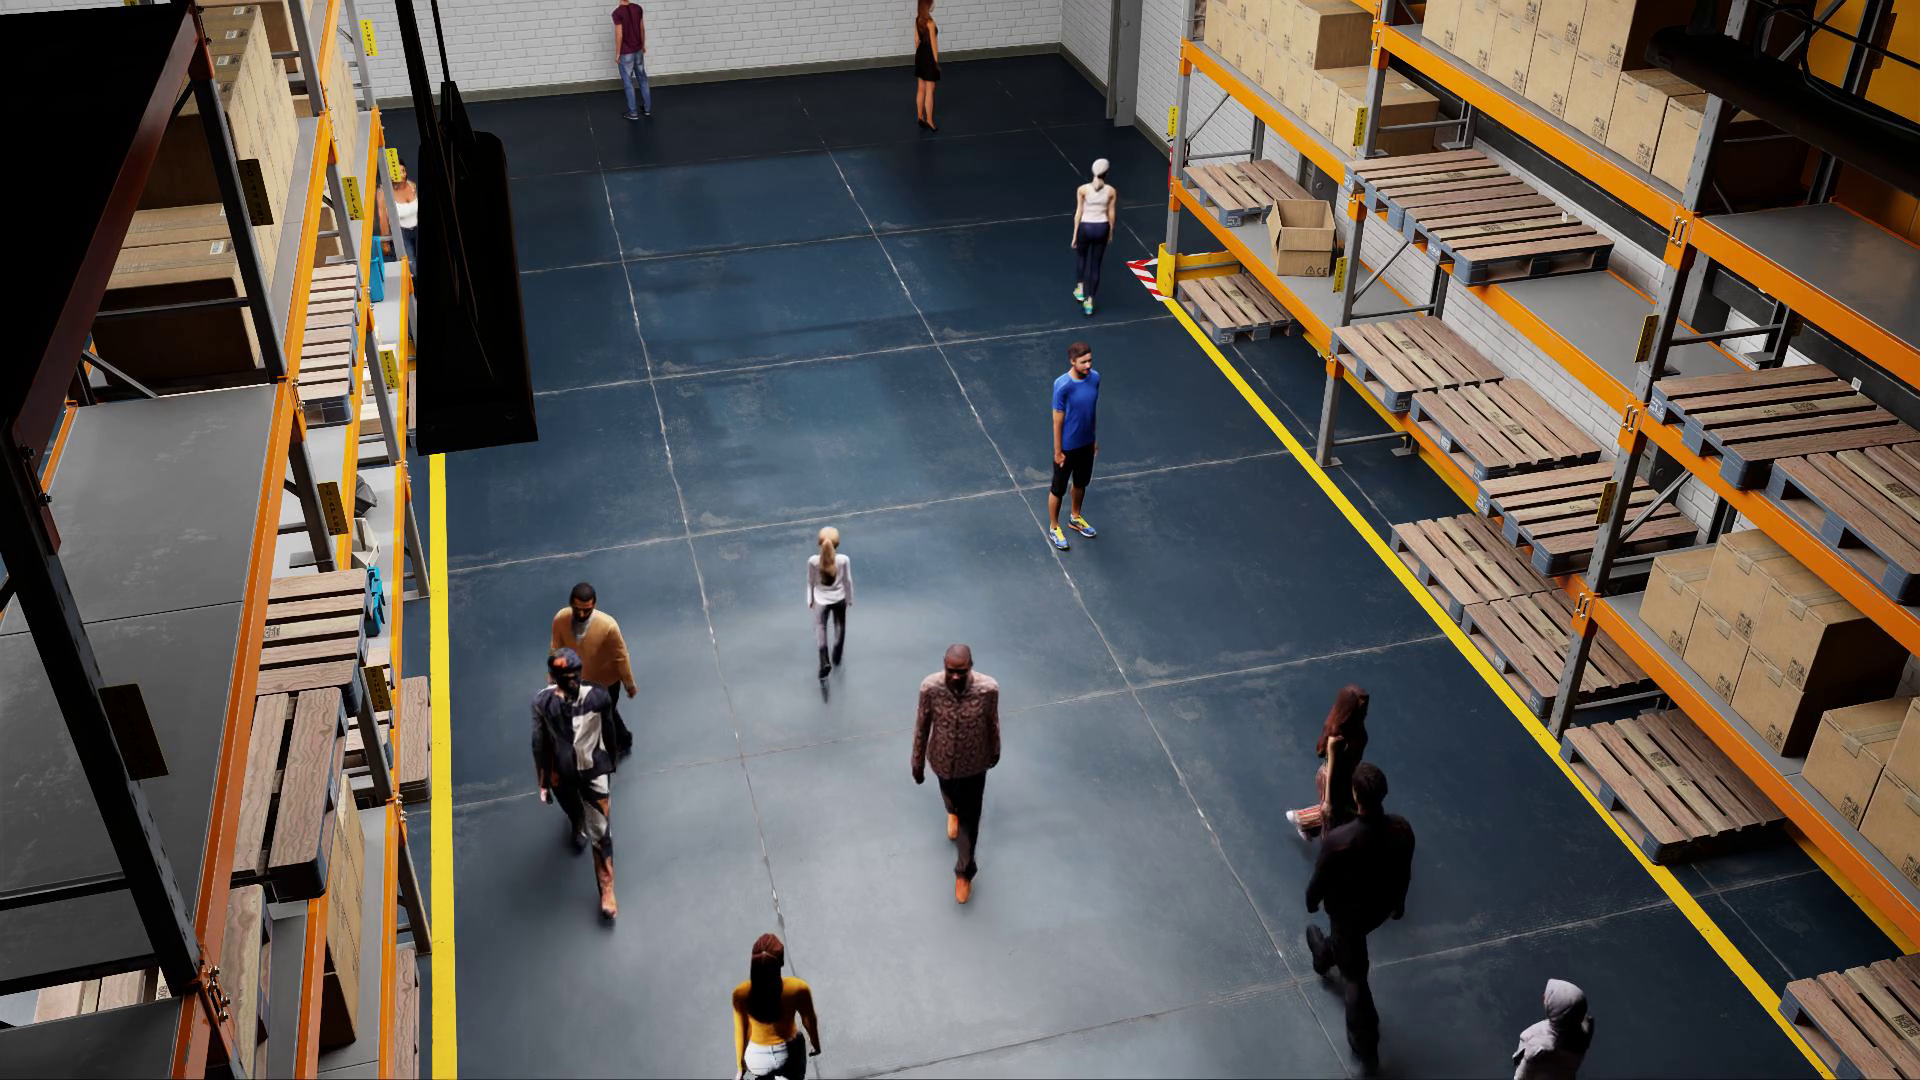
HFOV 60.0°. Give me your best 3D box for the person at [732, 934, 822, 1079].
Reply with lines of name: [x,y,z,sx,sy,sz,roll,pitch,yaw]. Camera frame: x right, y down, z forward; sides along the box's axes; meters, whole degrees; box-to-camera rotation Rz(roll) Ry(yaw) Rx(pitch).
person: [-0.962,2.780,8.694,0.663,1.737,0.750,-3,34,-5]

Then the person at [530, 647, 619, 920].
person: [-2.460,1.421,10.636,0.701,1.851,1.234,-7,34,-11]

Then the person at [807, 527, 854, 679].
person: [-0.984,0.484,12.572,0.580,1.267,0.778,-2,34,-3]

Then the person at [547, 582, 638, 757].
person: [-2.468,0.955,11.479,1.163,1.693,1.260,16,37,22]

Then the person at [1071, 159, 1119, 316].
person: [1.438,-3.203,17.742,0.741,1.684,0.857,-1,34,-1]

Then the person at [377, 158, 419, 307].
person: [-5.938,-3.220,17.670,0.861,1.793,0.813,23,40,30]

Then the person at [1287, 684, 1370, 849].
person: [2.381,1.526,10.748,0.914,1.551,0.797,27,42,35]

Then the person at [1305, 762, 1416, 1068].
person: [2.306,2.175,9.475,0.725,1.880,1.250,-9,35,-13]

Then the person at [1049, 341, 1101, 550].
person: [0.956,-0.833,14.010,0.685,1.869,0.677,-22,39,-29]

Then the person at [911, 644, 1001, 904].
person: [-0.005,1.357,10.814,0.995,1.760,1.280,3,34,4]

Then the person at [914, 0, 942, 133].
person: [-0.457,-6.440,22.476,0.722,1.835,0.594,-23,40,-31]

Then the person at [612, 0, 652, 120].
person: [-4.544,-6.764,22.946,0.748,1.855,0.743,27,42,34]

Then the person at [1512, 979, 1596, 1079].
person: [2.996,2.919,8.458,0.743,1.766,0.950,-16,37,-23]
